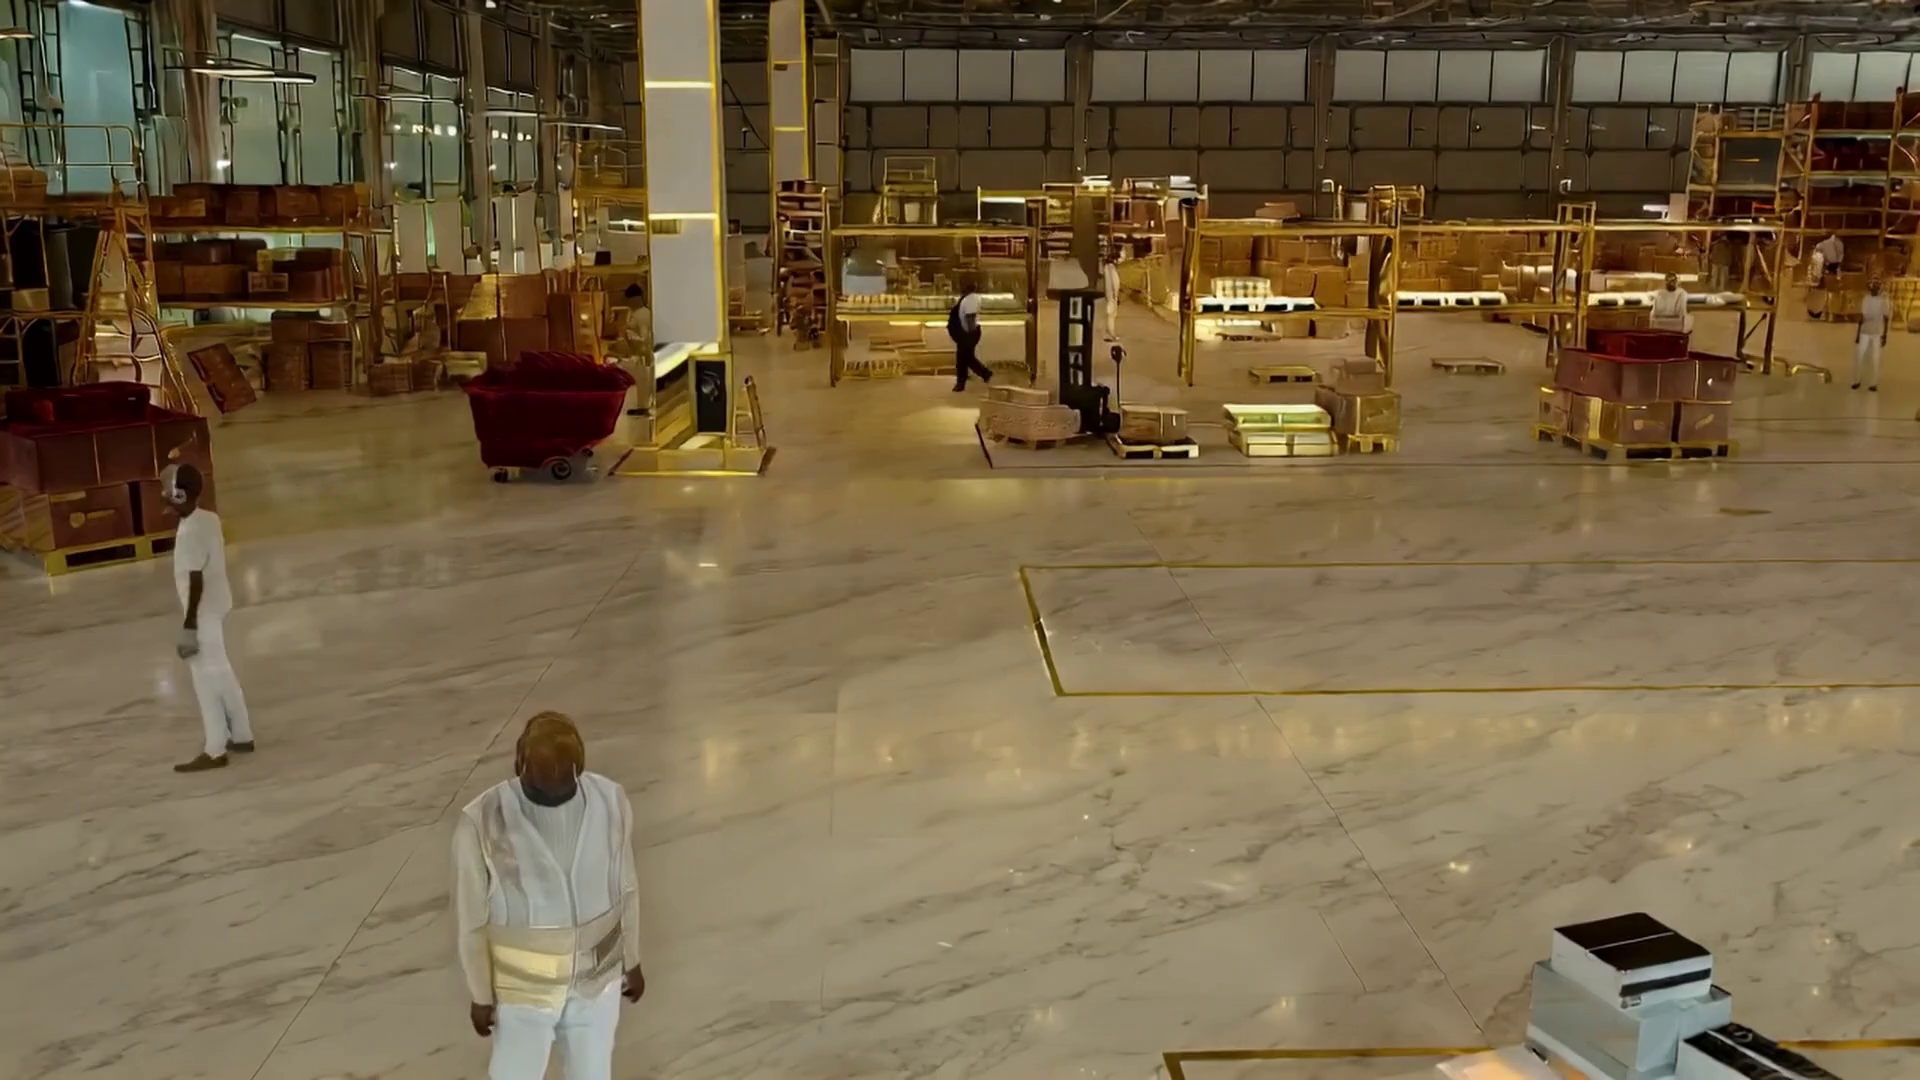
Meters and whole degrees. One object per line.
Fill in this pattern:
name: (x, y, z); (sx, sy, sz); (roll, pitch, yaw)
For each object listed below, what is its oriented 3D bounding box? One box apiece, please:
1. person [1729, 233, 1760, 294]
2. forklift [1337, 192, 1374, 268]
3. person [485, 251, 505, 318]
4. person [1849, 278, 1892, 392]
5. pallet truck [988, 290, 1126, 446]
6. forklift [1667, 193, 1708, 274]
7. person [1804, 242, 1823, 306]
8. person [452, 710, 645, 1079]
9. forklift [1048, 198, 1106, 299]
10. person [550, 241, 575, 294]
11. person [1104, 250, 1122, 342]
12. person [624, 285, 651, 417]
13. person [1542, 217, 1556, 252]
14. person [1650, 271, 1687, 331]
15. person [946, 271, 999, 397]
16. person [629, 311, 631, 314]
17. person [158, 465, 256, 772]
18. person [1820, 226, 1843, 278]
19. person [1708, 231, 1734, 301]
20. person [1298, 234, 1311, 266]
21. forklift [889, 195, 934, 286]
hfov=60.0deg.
person: (23.150, -8.113, 48.854); (0.979, 1.802, 0.631); (0, 12, -2)
forklift: (14.643, -11.371, 61.061); (1.129, 2.768, 1.873); (0, 12, -2)
person: (-11.453, -6.265, 40.863); (0.520, 1.633, 0.314); (10, 16, 37)
person: (14.918, -3.355, 27.204); (0.321, 1.859, 0.512); (-7, 14, -29)
pallet truck: (1.257, -2.299, 22.111); (1.885, 1.965, 0.823); (-9, 15, -35)
forklift: (24.685, -10.524, 57.235); (1.873, 2.768, 1.129); (11, 17, 42)
person: (22.877, -7.112, 44.526); (0.541, 1.696, 0.315); (-12, 17, -43)
person: (-1.341, 1.453, 5.542); (0.619, 1.838, 0.430); (-8, 15, -33)
forklift: (3.448, -8.208, 46.778); (1.873, 2.768, 1.129); (0, 12, -2)
person: (-9.634, -6.277, 40.309); (0.604, 1.897, 0.841); (-6, 14, -24)
person: (3.232, -5.159, 35.157); (0.353, 1.937, 0.635); (-1, 13, -5)
person: (-4.712, -2.771, 24.400); (0.384, 1.928, 0.589); (-7, 14, -30)
person: (21.425, -10.756, 60.421); (0.547, 1.942, 0.351); (12, 17, 43)
person: (12.113, -3.659, 28.514); (0.356, 1.883, 0.573); (-12, 17, -43)
person: (0.201, -3.295, 26.509); (0.813, 2.000, 0.696); (-1, 13, -6)
person: (-8.317, -6.539, 42.034); (0.550, 1.644, 0.875); (1, 13, 6)
person: (-4.540, 0.476, 9.949); (0.414, 1.856, 0.580); (-2, 13, -7)
person: (25.454, -8.180, 48.669); (0.612, 1.994, 0.395); (4, 13, 18)
person: (21.101, -7.596, 46.163); (0.631, 1.939, 0.370); (8, 15, 34)
person: (9.714, -7.867, 47.386); (0.629, 1.939, 0.371); (-8, 15, -31)
forklift: (-1.485, -9.378, 52.064); (1.129, 2.768, 1.873); (-4, 13, -19)
